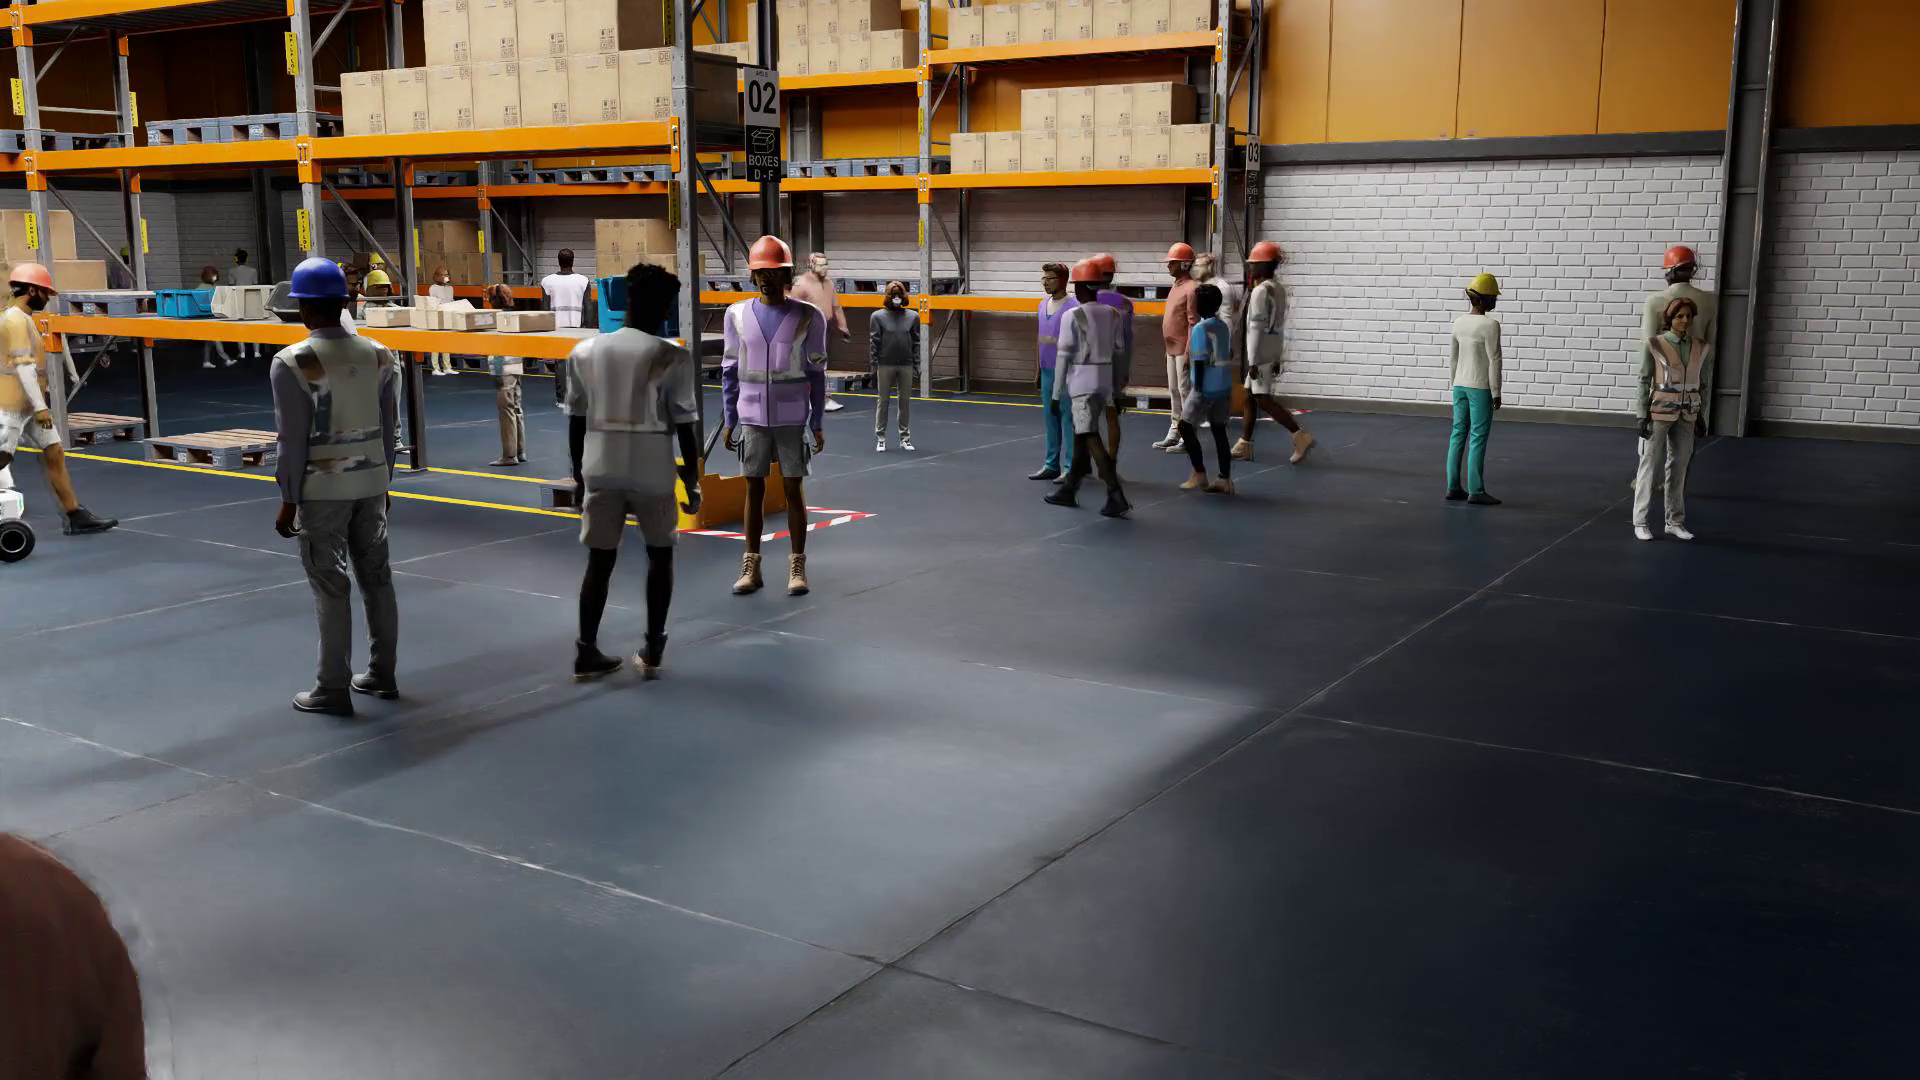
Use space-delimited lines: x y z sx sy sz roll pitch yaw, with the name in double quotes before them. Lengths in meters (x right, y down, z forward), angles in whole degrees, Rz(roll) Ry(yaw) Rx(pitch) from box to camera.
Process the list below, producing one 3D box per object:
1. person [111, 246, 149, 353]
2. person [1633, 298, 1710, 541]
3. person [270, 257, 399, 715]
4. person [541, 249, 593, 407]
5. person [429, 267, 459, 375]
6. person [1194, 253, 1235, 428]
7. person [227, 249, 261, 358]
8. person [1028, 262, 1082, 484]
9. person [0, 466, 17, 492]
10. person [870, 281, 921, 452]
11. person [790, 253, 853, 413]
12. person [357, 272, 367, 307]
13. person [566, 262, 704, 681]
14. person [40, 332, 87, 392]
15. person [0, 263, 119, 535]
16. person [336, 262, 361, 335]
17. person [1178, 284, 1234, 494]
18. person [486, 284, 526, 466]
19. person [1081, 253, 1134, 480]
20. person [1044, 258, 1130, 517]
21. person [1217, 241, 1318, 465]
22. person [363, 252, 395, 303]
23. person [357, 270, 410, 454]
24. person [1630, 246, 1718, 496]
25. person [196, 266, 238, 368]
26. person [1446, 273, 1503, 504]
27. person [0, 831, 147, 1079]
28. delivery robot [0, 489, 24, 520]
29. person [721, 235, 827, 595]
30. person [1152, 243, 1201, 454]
"person" -14.989 -4.324 29.976 0.621 1.909 0.657 -10 14 -43
"person" 4.803 -0.813 11.247 0.514 1.641 0.308 -2 10 -10
"person" -2.673 -0.227 7.142 0.384 1.948 0.605 5 12 27
"person" -4.747 -2.560 20.158 0.598 1.915 0.375 -1 10 -8
"person" -7.768 -3.287 25.000 0.285 1.627 0.493 5 11 25
"person" 2.514 -2.099 17.702 0.909 1.870 0.677 -6 12 -29
"person" -12.336 -4.069 28.648 0.553 1.872 0.333 -6 12 -29
"person" 0.844 -1.392 13.885 0.374 1.843 0.569 -7 12 -34
"person" -7.290 -1.091 12.209 0.561 1.859 0.603 5 12 28
"person" -0.613 -1.658 15.946 0.502 1.632 0.277 -3 11 -15
"person" -1.617 -2.430 19.592 0.933 1.866 0.665 7 12 33
"person" -6.782 -2.192 18.755 0.321 1.689 0.530 5 11 25
"person" -1.495 -0.298 7.623 0.618 1.929 0.428 2 10 10
"person" -11.949 -2.828 21.922 1.000 1.812 0.502 8 13 38
"person" -6.394 -0.929 11.256 1.007 1.878 0.599 -3 11 -17
"person" -4.340 -1.025 11.793 0.315 1.866 0.533 -2 10 -12
"person" 1.959 -1.195 13.249 0.507 1.674 0.552 8 13 36
"person" -4.096 -1.488 15.008 0.310 1.634 0.529 0 10 0
"person" 1.177 -1.473 14.150 0.570 1.908 0.737 -3 11 -17
"person" 0.969 -1.131 12.325 0.559 1.895 0.976 -8 13 -38
"person" 2.799 -1.677 15.000 0.944 2.014 0.615 6 12 28
"person" -8.797 -3.446 25.292 0.404 1.837 0.590 2 10 11
"person" -5.418 -1.653 15.607 0.487 1.746 0.288 -10 14 -43
"person" 5.686 -1.345 13.281 0.621 1.976 0.593 0 10 2
"person" -11.727 -3.510 26.279 0.801 1.592 0.523 3 11 16
"person" 3.989 -1.161 12.827 0.311 1.768 0.533 -4 11 -23
"person" -0.944 0.875 1.228 0.634 1.883 0.682 5 11 25
"delivery robot" -6.292 -0.168 10.420 0.477 0.478 0.707 10 14 43
"person" -1.061 -0.697 9.481 0.605 2.045 0.378 1 10 5
"person" 2.097 -1.820 15.844 0.376 1.995 0.608 -3 11 -14
